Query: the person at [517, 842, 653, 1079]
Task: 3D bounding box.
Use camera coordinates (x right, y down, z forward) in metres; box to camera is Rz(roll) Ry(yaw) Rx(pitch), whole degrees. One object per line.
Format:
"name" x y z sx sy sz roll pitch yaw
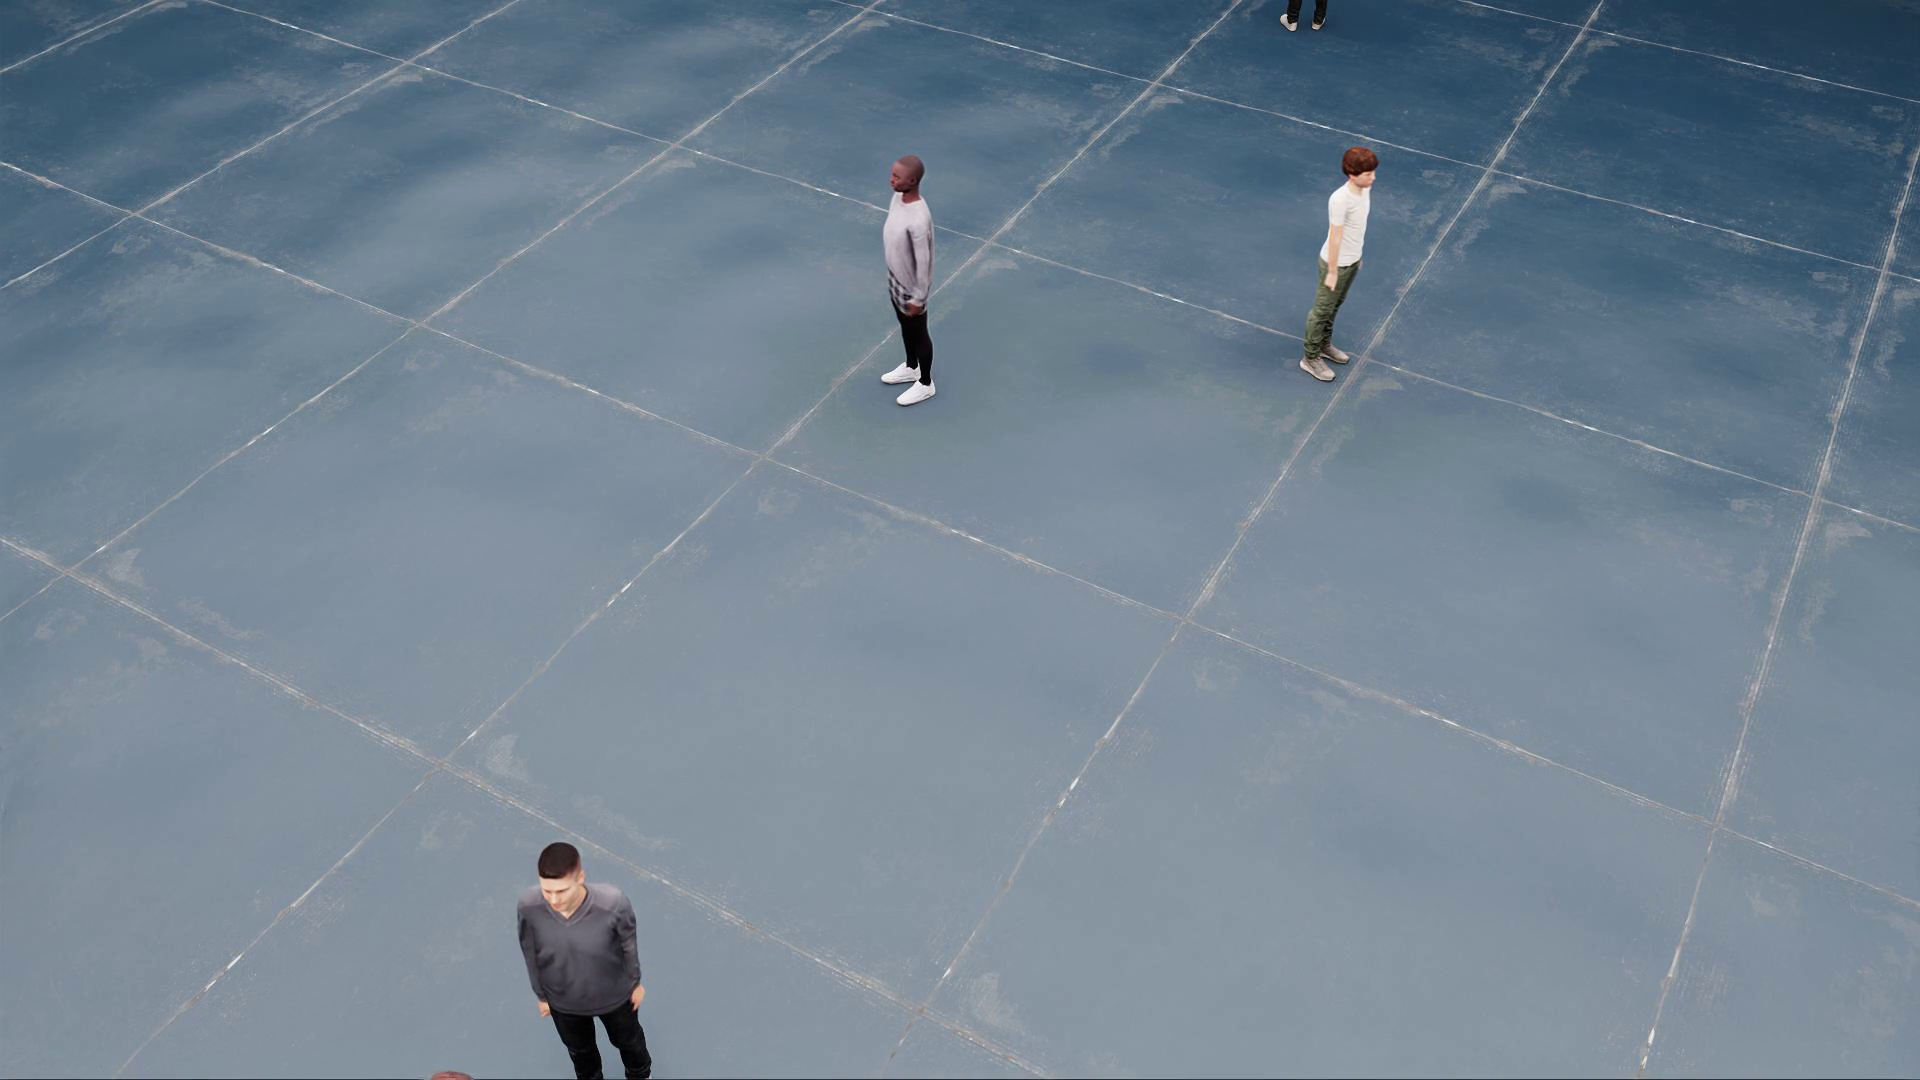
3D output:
"person" -1.532 1.845 6.885 0.703 1.761 0.726 -4 42 -4

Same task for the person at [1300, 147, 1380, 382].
"person" 2.520 -1.855 11.038 0.659 1.654 0.502 27 49 27

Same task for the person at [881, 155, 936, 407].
"person" -0.315 -1.685 10.765 0.725 1.770 0.699 -16 45 -17

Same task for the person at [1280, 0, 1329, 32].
"person" 3.194 -5.448 14.918 0.721 1.757 0.727 -1 42 -1
